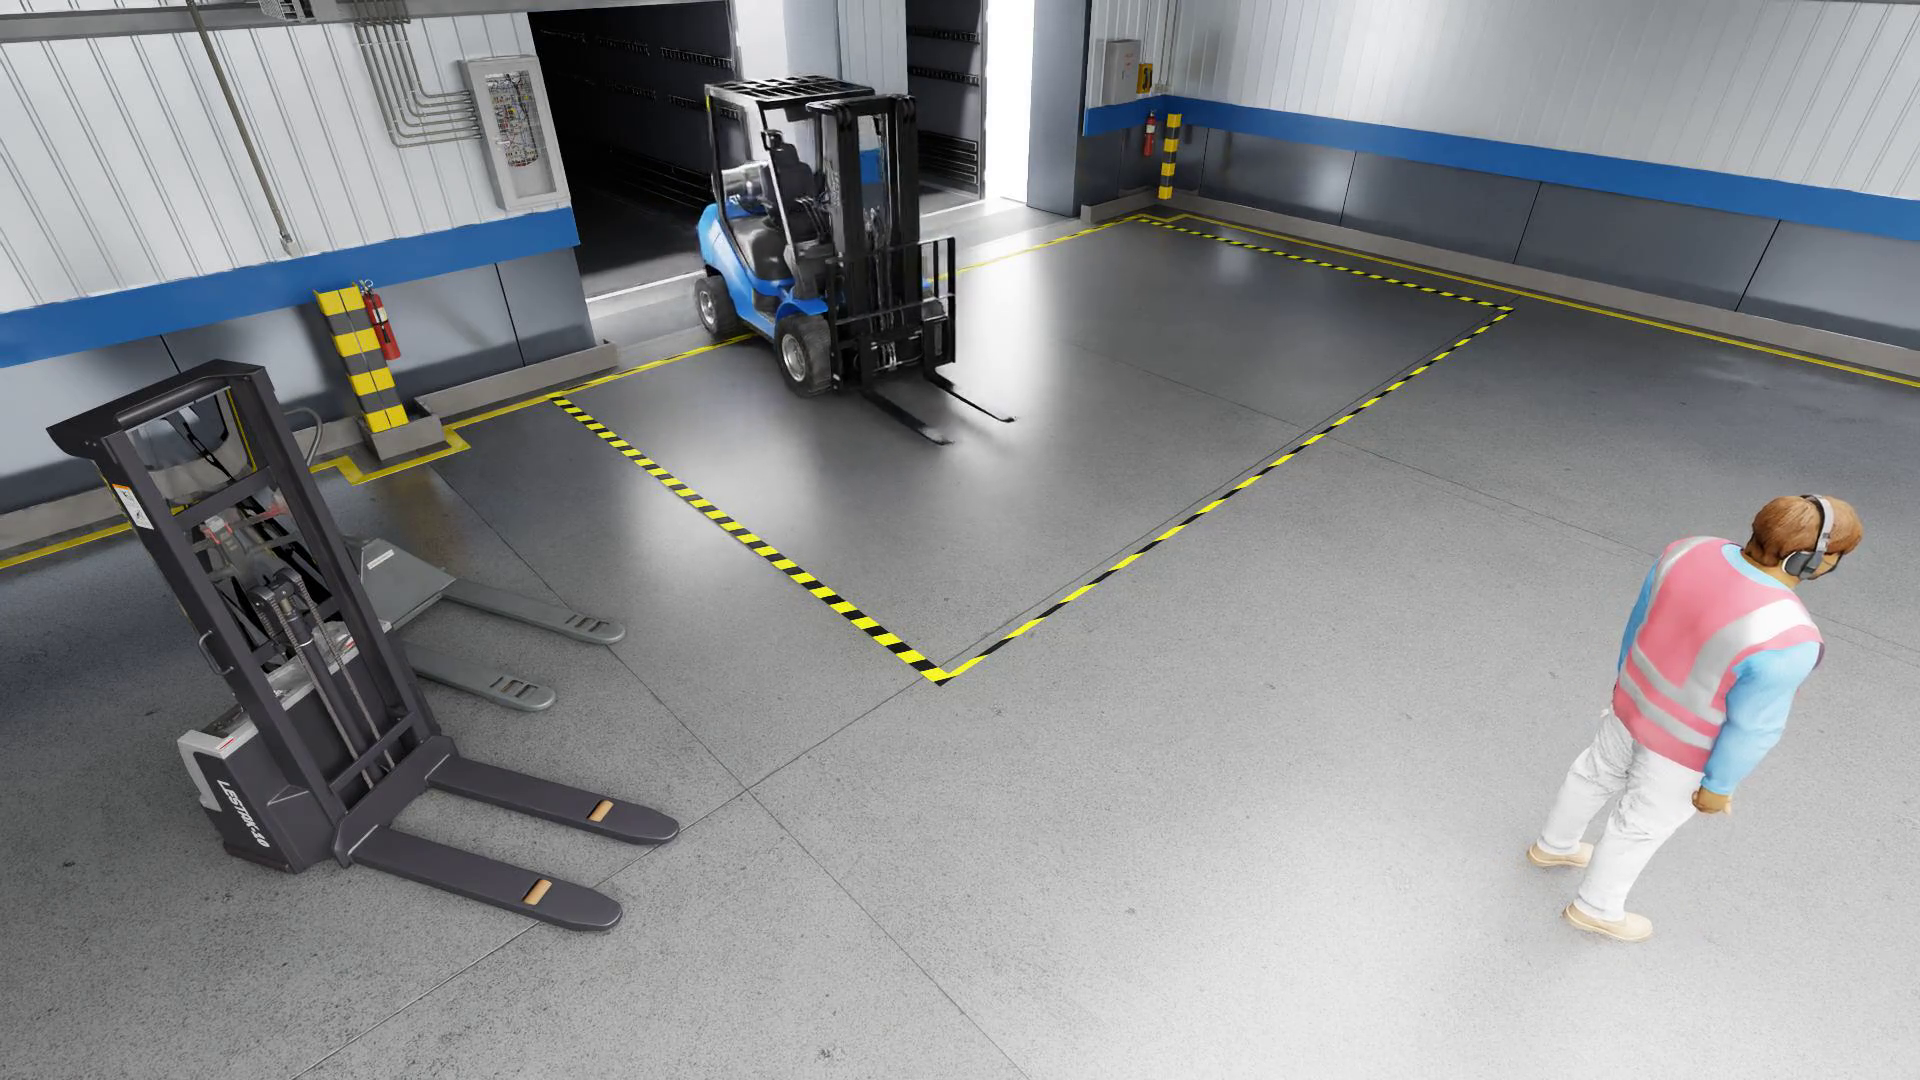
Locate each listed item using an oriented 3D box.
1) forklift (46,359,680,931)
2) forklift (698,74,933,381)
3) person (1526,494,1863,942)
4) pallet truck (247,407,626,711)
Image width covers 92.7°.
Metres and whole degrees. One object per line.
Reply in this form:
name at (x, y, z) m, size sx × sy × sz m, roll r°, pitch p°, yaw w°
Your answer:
forklift at (-2.135, 0.422, 3.354) m, size 1.885 × 1.965 × 0.823 m, roll 10°, pitch 35°, yaw 14°
forklift at (-1.268, -2.701, 7.625) m, size 1.157 × 2.036 × 2.680 m, roll -22°, pitch 40°, yaw -29°
person at (2.488, 0.640, 3.170) m, size 0.430 × 1.842 × 0.626 m, roll 2°, pitch 34°, yaw 4°
pallet truck at (-2.628, 0.038, 4.590) m, size 1.601 × 1.201 × 0.680 m, roll 12°, pitch 36°, yaw 18°
